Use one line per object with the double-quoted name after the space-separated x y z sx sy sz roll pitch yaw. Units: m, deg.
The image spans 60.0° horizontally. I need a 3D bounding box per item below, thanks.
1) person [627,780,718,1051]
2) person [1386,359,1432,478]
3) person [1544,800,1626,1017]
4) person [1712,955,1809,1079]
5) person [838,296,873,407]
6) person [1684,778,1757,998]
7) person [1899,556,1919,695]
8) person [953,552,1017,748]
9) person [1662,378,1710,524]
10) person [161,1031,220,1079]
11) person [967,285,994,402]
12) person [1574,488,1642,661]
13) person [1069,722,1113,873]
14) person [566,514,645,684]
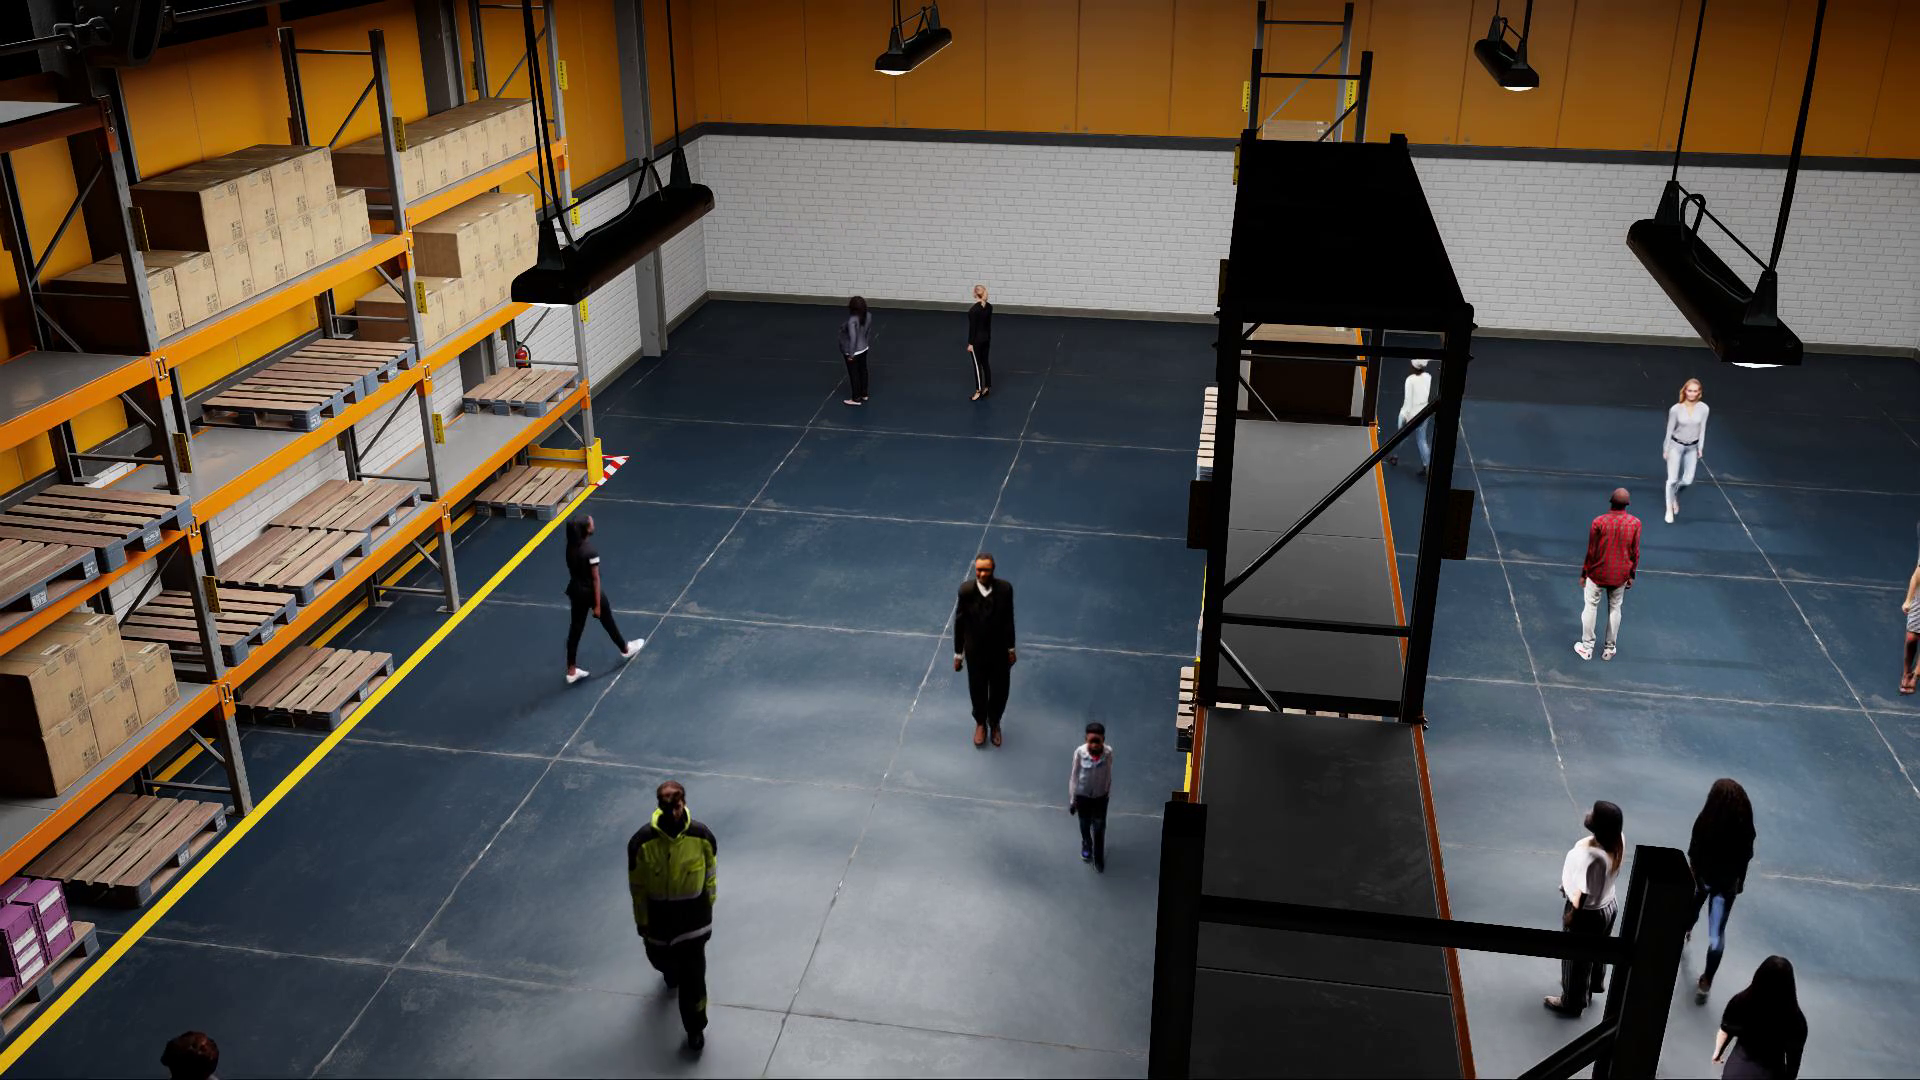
-1.980 2.480 11.466 1.054 1.949 1.294 -5 24 -11 "person"
5.839 -1.568 21.153 0.954 1.606 1.187 -9 25 -20 "person"
4.408 2.552 11.638 0.849 1.677 0.749 21 31 39 "person"
4.799 3.284 10.053 0.752 1.606 1.073 9 25 21 "person"
-1.479 -2.728 23.817 0.813 1.597 0.704 12 26 26 "person"
5.396 2.509 11.881 0.631 1.562 1.120 6 24 13 "person"
9.283 0.626 15.878 0.721 1.811 0.725 14 27 29 "person"
0.244 0.950 15.041 0.754 1.887 0.701 1 24 2 "person"
8.610 -1.093 19.843 0.617 1.785 0.652 5 24 12 "person"
-4.220 3.476 9.531 0.766 1.673 1.160 10 25 21 "person"
0.293 -2.838 23.932 0.762 1.707 0.663 21 31 39 "person"
6.452 0.325 16.557 0.659 1.819 0.539 4 24 9 "person"
1.059 2.003 13.434 0.493 1.245 0.614 3 24 6 "person"
-3.678 0.593 16.106 1.004 1.688 1.239 18 29 35 "person"
